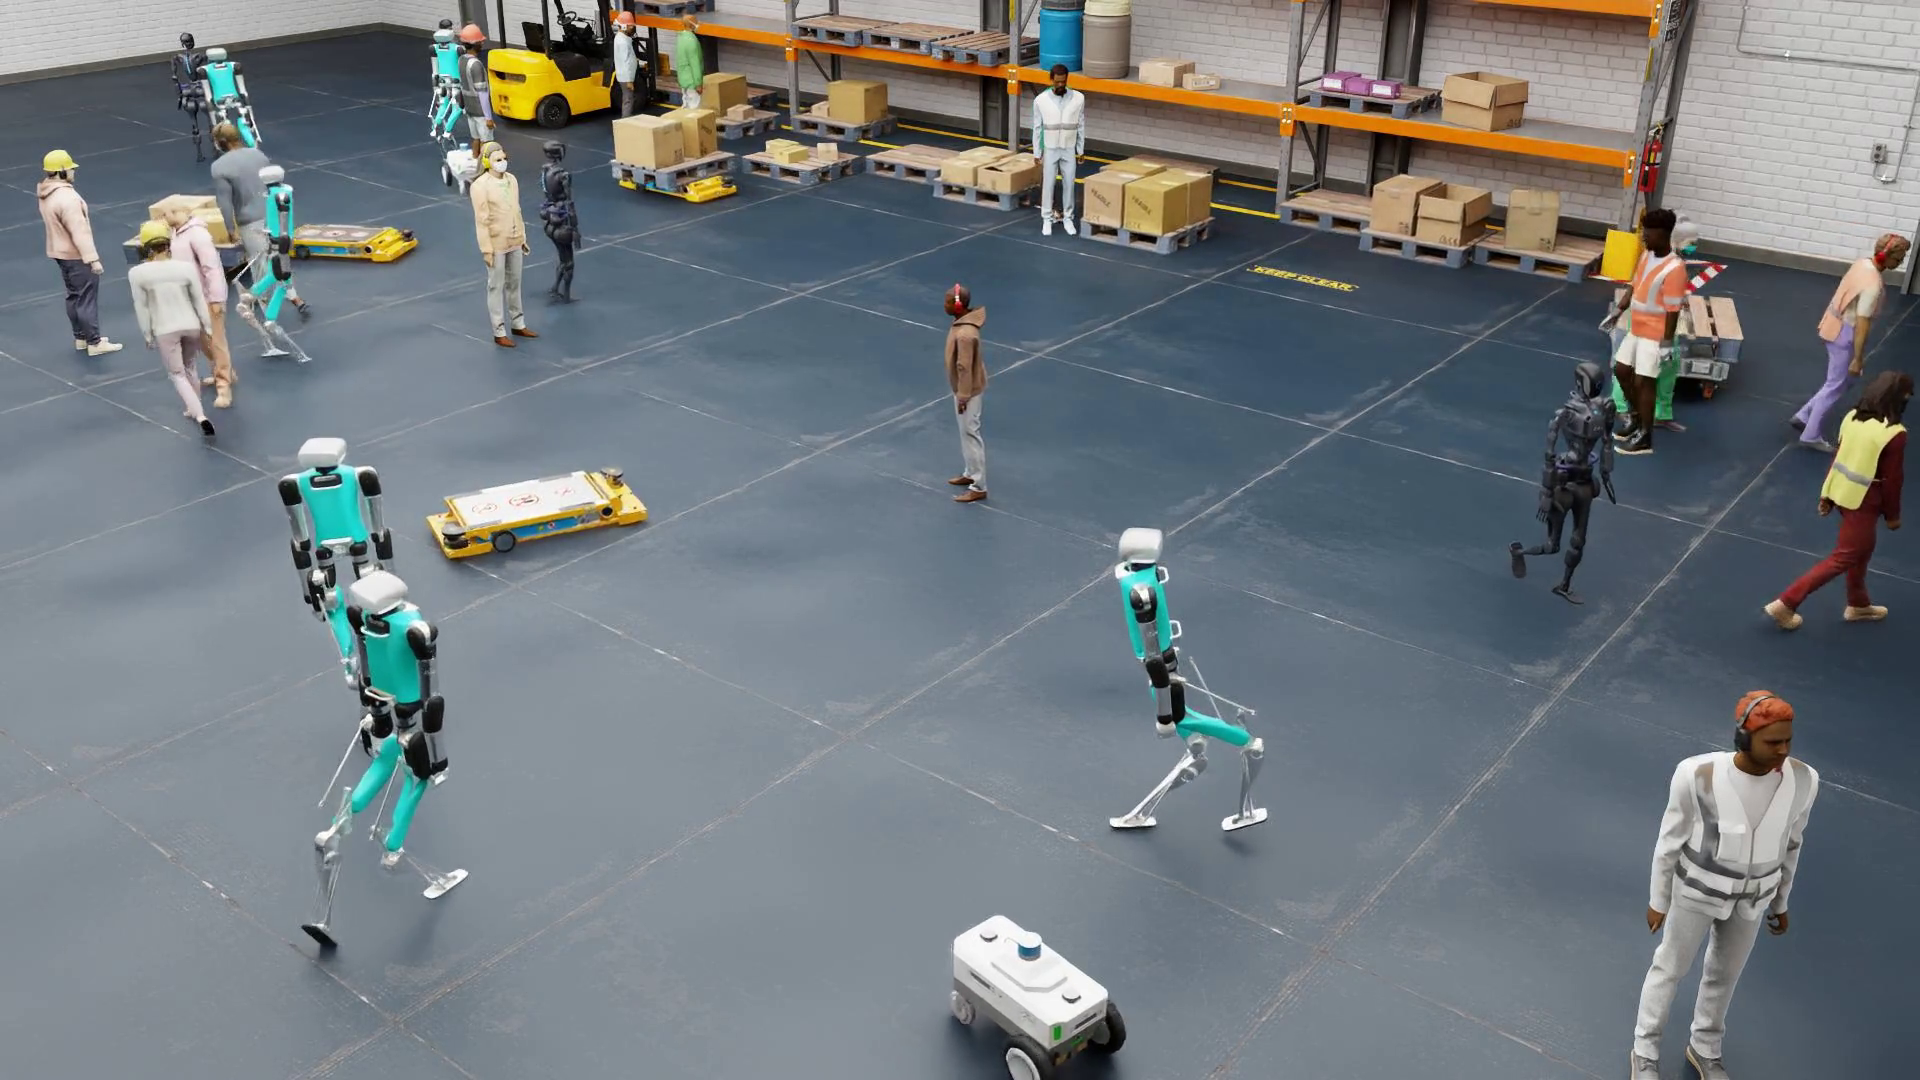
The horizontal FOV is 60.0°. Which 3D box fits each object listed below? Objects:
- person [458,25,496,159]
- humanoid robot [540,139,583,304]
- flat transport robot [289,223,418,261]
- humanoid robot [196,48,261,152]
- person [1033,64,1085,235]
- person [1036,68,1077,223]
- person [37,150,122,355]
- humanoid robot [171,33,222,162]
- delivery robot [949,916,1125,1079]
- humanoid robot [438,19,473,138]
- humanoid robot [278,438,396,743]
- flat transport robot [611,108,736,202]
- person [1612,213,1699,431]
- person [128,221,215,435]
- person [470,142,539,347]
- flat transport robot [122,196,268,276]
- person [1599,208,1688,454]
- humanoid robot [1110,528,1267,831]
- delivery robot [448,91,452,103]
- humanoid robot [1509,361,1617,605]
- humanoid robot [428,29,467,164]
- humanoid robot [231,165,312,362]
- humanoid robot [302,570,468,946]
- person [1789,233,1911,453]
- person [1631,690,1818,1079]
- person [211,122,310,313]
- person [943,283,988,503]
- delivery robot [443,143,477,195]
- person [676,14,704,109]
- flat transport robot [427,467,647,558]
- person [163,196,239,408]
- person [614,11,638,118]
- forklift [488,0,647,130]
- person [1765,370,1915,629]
[{"bbox_3d":[-5.893,-5.286,20.478,0.370,2.043,0.613,-17,31,-32],"label":"person"},{"bbox_3d":[-3.958,-3.156,16.498,0.329,1.650,0.586,-21,33,-36],"label":"humanoid robot"},{"bbox_3d":[-6.813,-3.279,18.361,1.431,0.231,0.659,4,26,8],"label":"flat transport robot"},{"bbox_3d":[-8.889,-5.049,20.467,0.544,1.881,0.761,-19,32,-34],"label":"humanoid robot"},{"bbox_3d":[1.116,-4.421,18.848,0.595,1.908,0.404,-4,26,-8],"label":"person"},{"bbox_3d":[1.100,-4.665,19.496,0.587,1.783,0.846,-20,32,-35],"label":"person"},{"bbox_3d":[-8.076,-2.605,15.144,0.433,1.859,0.791,-23,34,-38],"label":"person"},{"bbox_3d":[-10.162,-5.902,22.157,0.599,1.657,0.315,-2,26,-4],"label":"humanoid robot"},{"bbox_3d":[0.298,1.952,7.172,0.499,0.570,0.750,-21,33,-36],"label":"delivery robot"},{"bbox_3d":[-7.116,-6.479,23.399,0.682,1.626,0.611,8,27,17],"label":"humanoid robot"},{"bbox_3d":[-3.403,0.356,9.192,0.547,1.750,1.037,-5,26,-10],"label":"humanoid robot"},{"bbox_3d":[-3.555,-4.484,20.857,1.431,0.231,0.659,18,31,33],"label":"flat transport robot"},{"bbox_3d":[5.685,-1.744,13.392,0.526,1.818,0.765,-20,32,-36],"label":"person"},{"bbox_3d":[-6.272,-1.676,13.368,0.529,1.716,0.805,-21,33,-36],"label":"person"},{"bbox_3d":[-4.252,-2.749,15.419,0.409,1.877,0.553,14,29,27],"label":"person"},{"bbox_3d":[-8.019,-2.958,17.697,0.659,0.231,1.431,2,26,4],"label":"flat transport robot"},{"bbox_3d":[5.366,-1.654,13.091,0.506,1.931,0.614,1,26,1],"label":"person"},{"bbox_3d":[1.258,0.764,8.348,1.012,1.749,0.538,1,26,2],"label":"humanoid robot"},{"bbox_3d":[-7.522,-6.819,25.367,0.499,0.597,0.779,2,26,4],"label":"delivery robot"},{"bbox_3d":[3.945,-0.407,10.810,0.592,1.644,0.530,-12,28,-23],"label":"humanoid robot"},{"bbox_3d":[-6.687,-5.700,21.530,0.533,1.681,0.735,8,27,15],"label":"humanoid robot"},{"bbox_3d":[-6.272,-2.418,14.913,0.796,1.787,0.542,-14,29,-26],"label":"humanoid robot"},{"bbox_3d":[-2.785,1.083,7.656,0.532,1.768,0.962,16,30,30],"label":"humanoid robot"},{"bbox_3d":[6.940,-1.536,12.981,0.461,1.813,0.611,10,27,19],"label":"person"},{"bbox_3d":[3.070,1.448,6.716,0.581,1.884,0.351,0,26,0],"label":"person"},{"bbox_3d":[-6.808,-3.108,16.159,0.889,1.886,0.640,9,27,17],"label":"person"},{"bbox_3d":[0.041,-1.095,12.261,0.321,1.641,0.477,-3,26,-6],"label":"person"},{"bbox_3d":[-6.218,-4.695,20.947,0.499,0.579,0.766,-12,28,-24],"label":"delivery robot"},{"bbox_3d":[-3.693,-6.313,22.904,0.384,1.781,0.550,-15,29,-28],"label":"person"},{"bbox_3d":[-3.049,-0.204,11.993,1.431,0.231,0.659,-13,29,-25],"label":"flat transport robot"},{"bbox_3d":[-6.405,-2.038,14.089,0.659,1.754,0.487,17,31,31],"label":"person"},{"bbox_3d":[-4.670,-6.547,23.434,0.352,1.742,0.572,-6,26,-12],"label":"person"},{"bbox_3d":[-5.874,-7.334,24.552,1.214,2.155,2.313,19,32,34],"label":"forklift"},{"bbox_3d":[5.564,-0.236,10.374,0.848,1.735,0.451,-1,26,-2],"label":"person"}]
